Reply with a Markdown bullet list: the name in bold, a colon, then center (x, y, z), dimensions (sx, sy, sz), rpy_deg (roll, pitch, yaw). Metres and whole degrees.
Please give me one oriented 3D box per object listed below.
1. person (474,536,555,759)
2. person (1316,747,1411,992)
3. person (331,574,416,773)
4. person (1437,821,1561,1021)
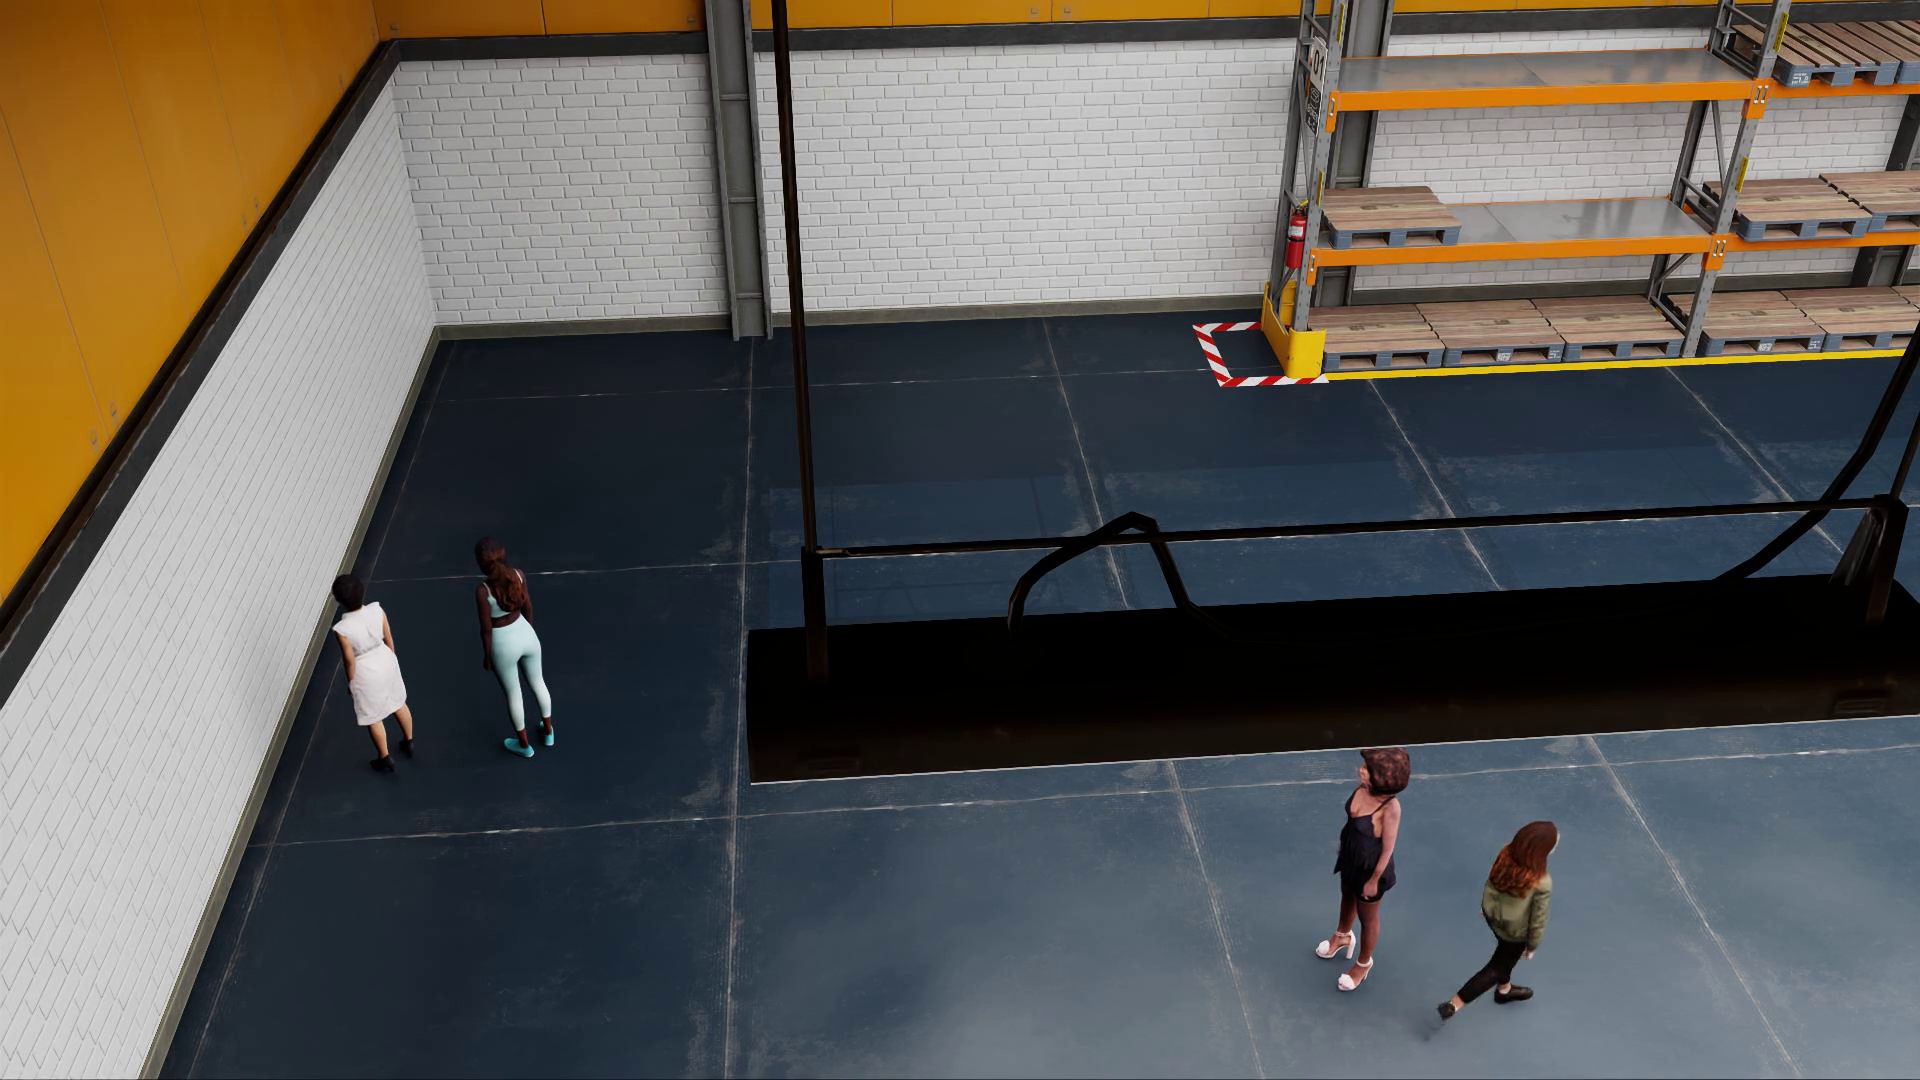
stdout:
- **person**: center (-3.011, 0.719, 11.194), dimensions (0.643, 1.726, 0.715), rpy_deg (-29, 43, -36)
- **person**: center (2.308, 1.834, 9.460), dimensions (0.581, 1.789, 0.596), rpy_deg (-8, 34, -12)
- **person**: center (-3.918, 0.886, 11.100), dimensions (0.693, 1.552, 0.641), rpy_deg (23, 40, 30)
- **person**: center (3.001, 2.155, 9.282), dimensions (0.995, 1.451, 0.742), rpy_deg (-13, 36, -19)
